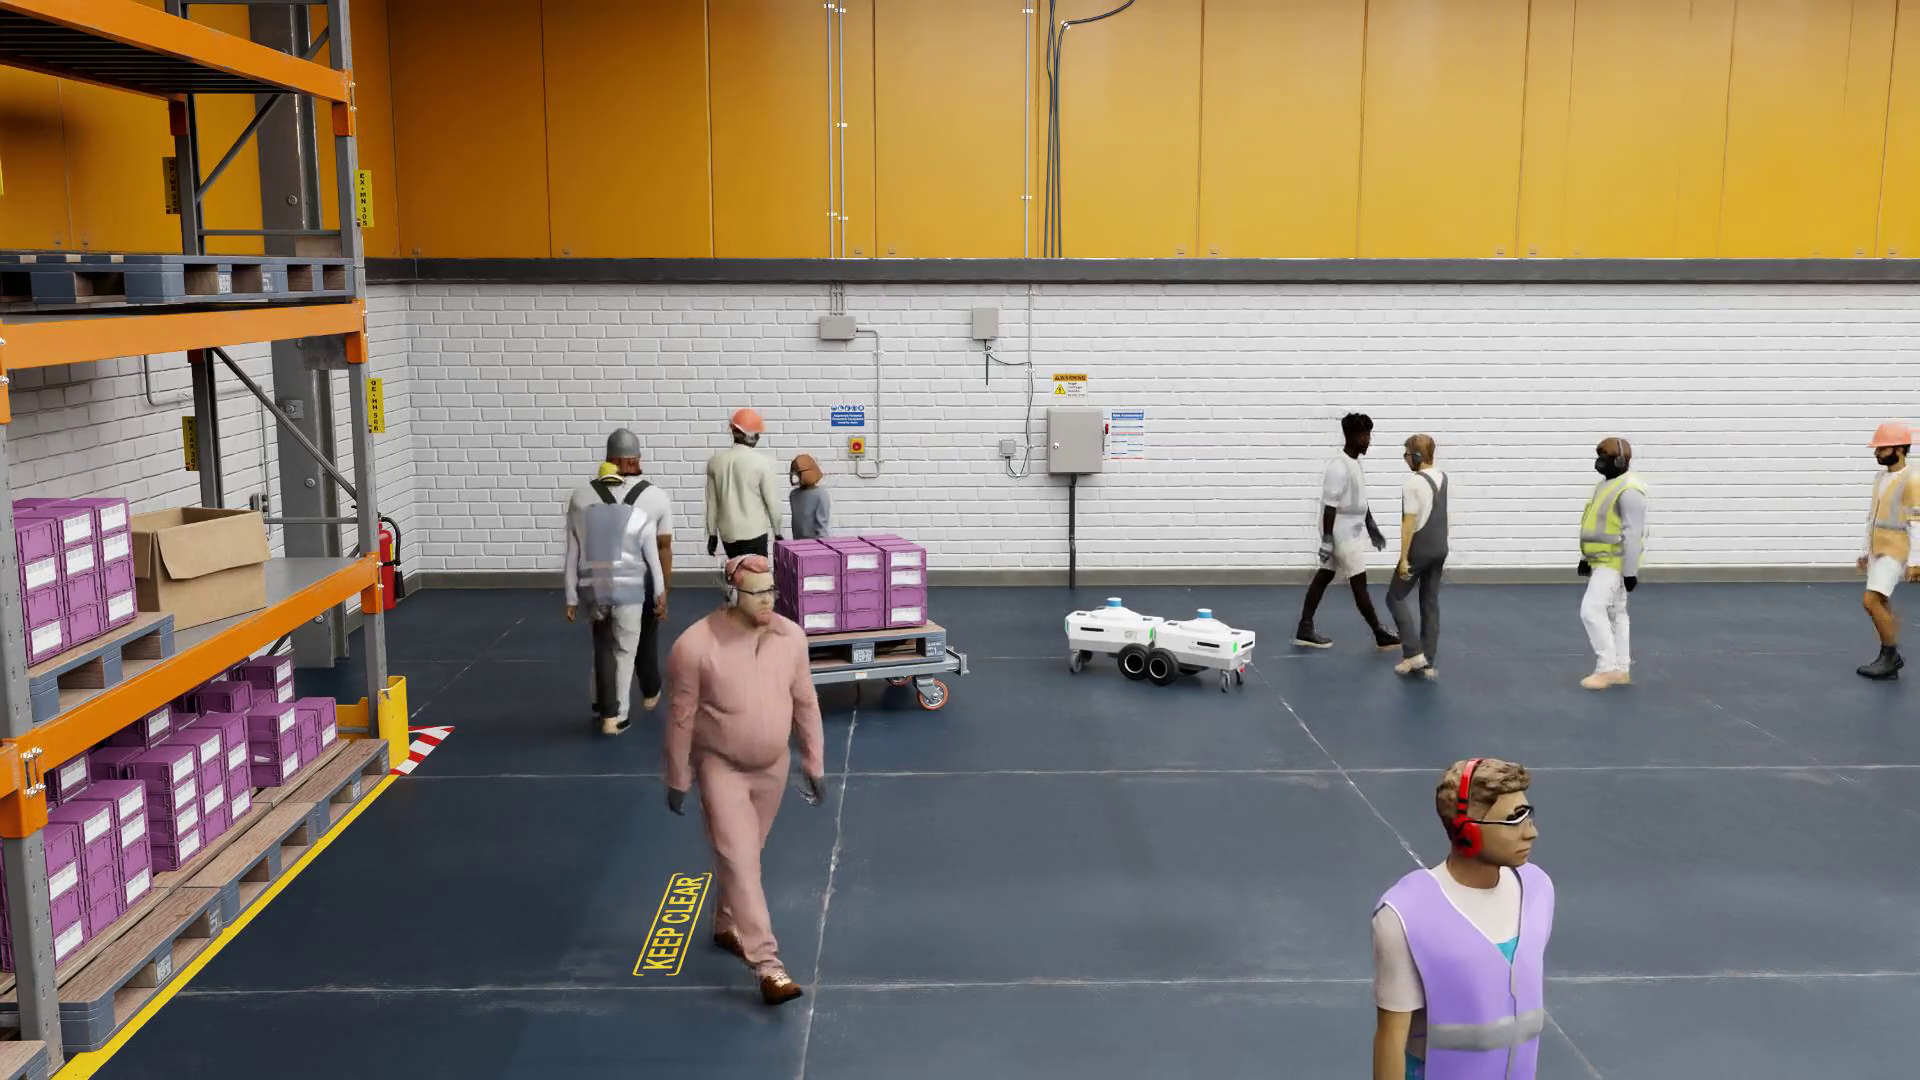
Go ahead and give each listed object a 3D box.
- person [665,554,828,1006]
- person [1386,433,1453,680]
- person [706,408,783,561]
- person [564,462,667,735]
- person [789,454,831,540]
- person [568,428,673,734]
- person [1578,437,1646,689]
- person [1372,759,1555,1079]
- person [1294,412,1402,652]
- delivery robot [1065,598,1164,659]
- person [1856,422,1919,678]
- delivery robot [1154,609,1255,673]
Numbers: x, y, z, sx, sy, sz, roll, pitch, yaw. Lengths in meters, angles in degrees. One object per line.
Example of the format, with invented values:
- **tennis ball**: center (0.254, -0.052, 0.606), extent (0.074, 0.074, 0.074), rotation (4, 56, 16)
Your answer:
- **person**: center (-0.855, 0.980, 7.009), extent (0.653, 1.850, 1.000), rotation (-8, 12, -39)
- **person**: center (3.423, 0.127, 12.319), extent (0.534, 1.817, 0.417), rotation (-5, 11, -29)
- **person**: center (-1.716, -0.074, 13.202), extent (0.630, 1.961, 0.798), rotation (5, 10, 26)
- **person**: center (-2.268, 0.368, 10.938), extent (0.632, 1.793, 0.522), rotation (1, 9, 7)
- **person**: center (-1.187, 0.115, 13.091), extent (0.510, 1.586, 0.856), rotation (9, 13, 44)
- **person**: center (-2.248, 0.219, 11.082), extent (0.688, 2.000, 1.024), rotation (-1, 9, -5)
- **person**: center (4.674, 0.166, 12.045), extent (0.551, 1.828, 0.622), rotation (1, 9, 7)
- **person**: center (1.251, 1.437, 4.193), extent (0.569, 1.848, 0.378), rotation (-6, 11, -32)
- **person**: center (3.132, -0.055, 13.150), extent (0.994, 1.899, 0.601), rotation (3, 10, 20)
- **delivery robot**: center (1.158, 0.679, 12.517), extent (0.707, 0.478, 0.477), rotation (4, 10, 21)
- **person**: center (6.815, 0.087, 12.272), extent (0.474, 1.912, 0.572), rotation (0, 9, 0)
- **delivery robot**: center (1.778, 0.746, 12.107), extent (0.707, 0.478, 0.477), rotation (7, 11, 36)
